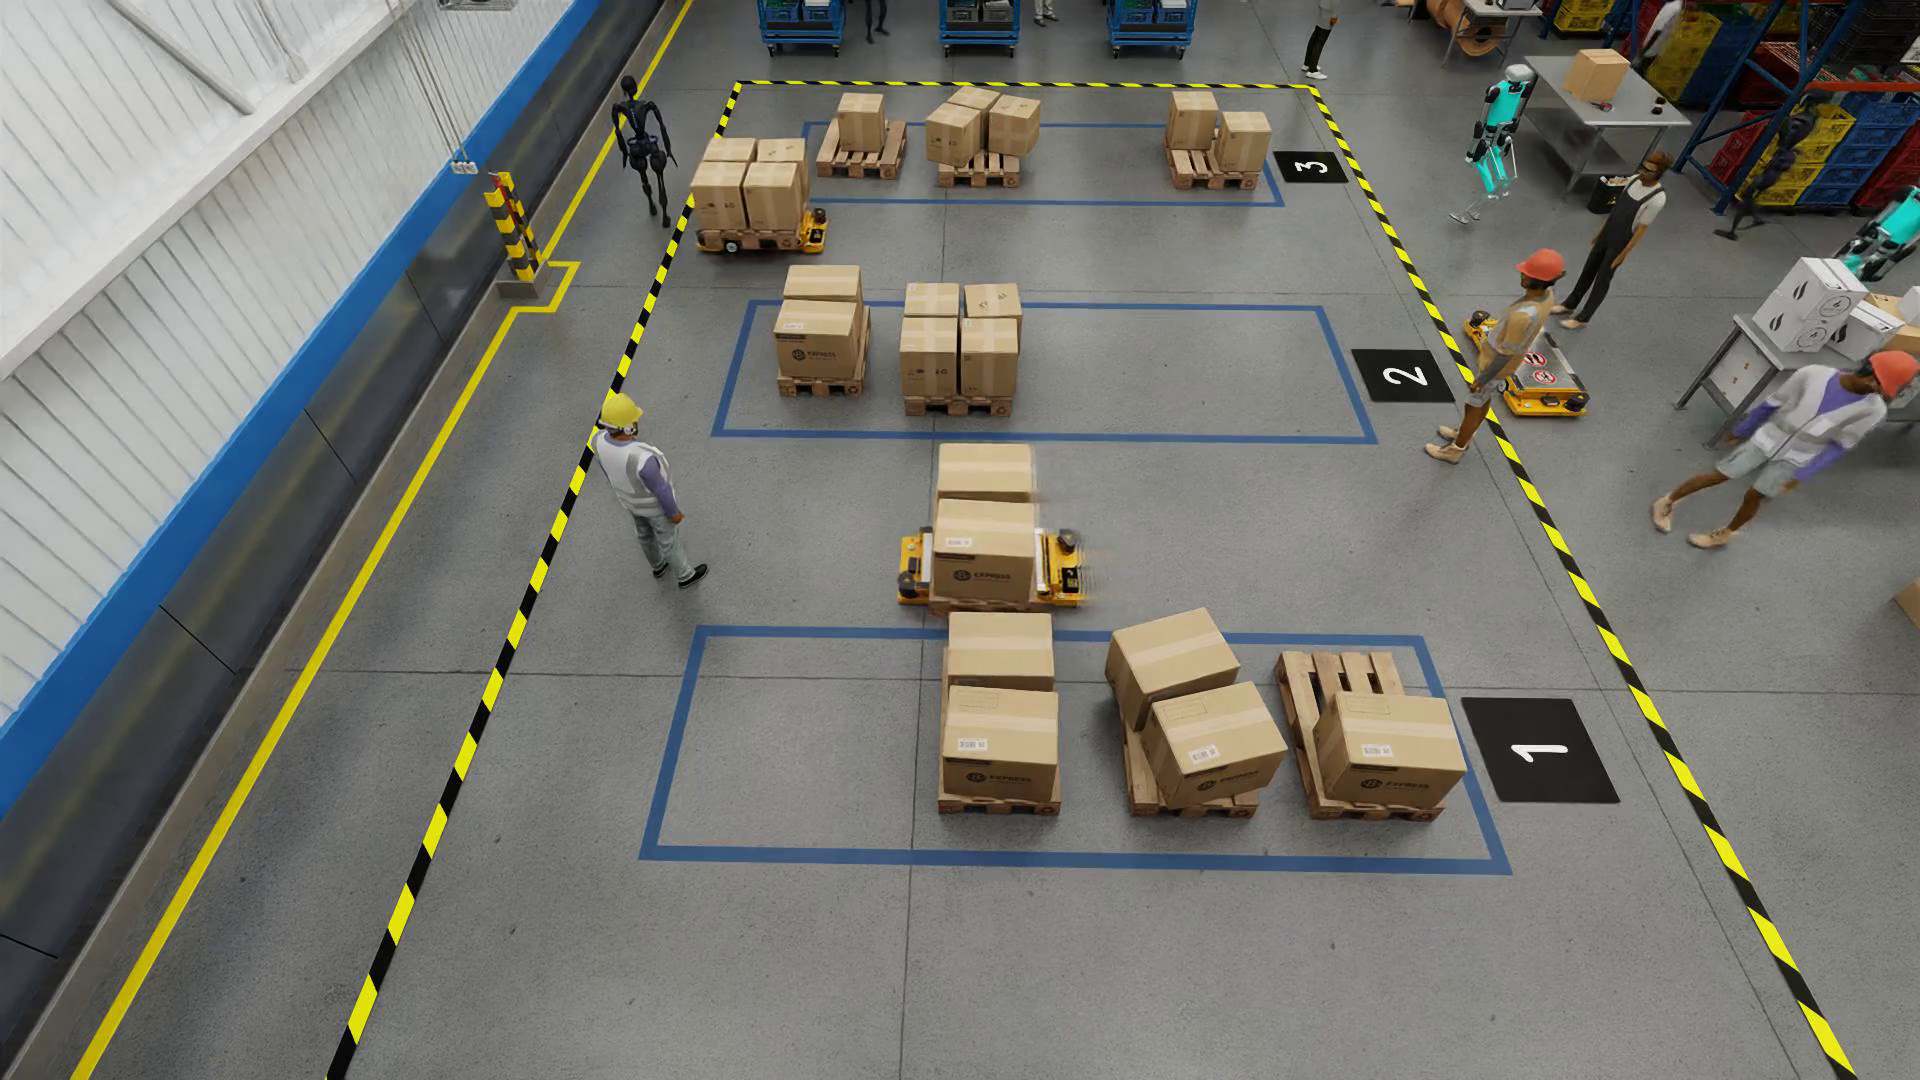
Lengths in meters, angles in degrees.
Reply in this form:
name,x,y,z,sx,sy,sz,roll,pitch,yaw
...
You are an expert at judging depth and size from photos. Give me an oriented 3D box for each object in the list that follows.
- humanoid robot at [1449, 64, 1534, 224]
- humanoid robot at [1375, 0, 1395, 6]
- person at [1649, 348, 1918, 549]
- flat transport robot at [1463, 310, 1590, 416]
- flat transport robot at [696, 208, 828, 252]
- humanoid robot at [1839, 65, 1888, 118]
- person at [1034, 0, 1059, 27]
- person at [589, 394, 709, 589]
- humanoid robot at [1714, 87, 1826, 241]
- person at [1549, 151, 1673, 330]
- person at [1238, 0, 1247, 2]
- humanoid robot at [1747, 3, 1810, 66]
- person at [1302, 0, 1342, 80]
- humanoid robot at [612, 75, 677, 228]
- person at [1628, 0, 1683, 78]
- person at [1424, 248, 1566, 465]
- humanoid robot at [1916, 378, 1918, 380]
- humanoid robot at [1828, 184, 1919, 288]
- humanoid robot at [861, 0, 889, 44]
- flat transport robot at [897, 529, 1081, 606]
name,x,y,z,sx,sy,sz,roll,pitch,yaw
humanoid robot,6.013,-4.307,10.198,0.533,1.681,0.735,-12,50,-10
humanoid robot,7.142,-9.579,14.899,0.471,1.642,0.598,-1,49,-1
person,6.211,-0.691,6.999,0.439,1.978,0.721,-32,56,-25
flat transport robot,5.573,-1.757,9.054,0.659,0.231,1.431,1,49,1
flat transport robot,-2.287,-3.612,10.641,1.431,0.197,0.652,1,49,1
humanoid robot,11.173,-5.335,11.207,1.003,1.735,0.550,19,52,16
person,1.385,-9.146,14.402,0.378,1.849,0.568,35,58,27
person,-2.305,-0.326,6.784,0.587,1.827,0.403,24,53,19
humanoid robot,9.062,-4.121,10.164,0.438,1.651,0.608,37,58,27
person,6.440,-2.931,9.035,0.344,1.839,0.500,-2,49,-2
person,4.895,-9.860,15.091,0.492,1.742,0.318,-24,53,-20
humanoid robot,12.208,-7.634,13.224,0.832,1.860,0.547,12,50,10
person,5.292,-7.589,13.055,0.372,1.852,0.590,1,49,1
humanoid robot,-3.574,-4.434,10.443,0.613,1.641,0.541,-7,49,-6
person,8.962,-6.401,12.026,0.575,1.848,0.536,24,53,19
person,4.458,-1.494,7.656,0.379,2.039,0.615,35,58,26
humanoid robot,8.845,-1.953,8.252,0.923,1.755,0.586,-16,51,-13
humanoid robot,8.540,-2.669,8.914,1.015,1.751,0.540,-3,49,-3
humanoid robot,-1.337,-8.545,13.994,0.603,1.642,0.377,-36,58,-27
flat transport robot,0.232,0.202,7.340,1.431,0.197,0.652,1,49,1
